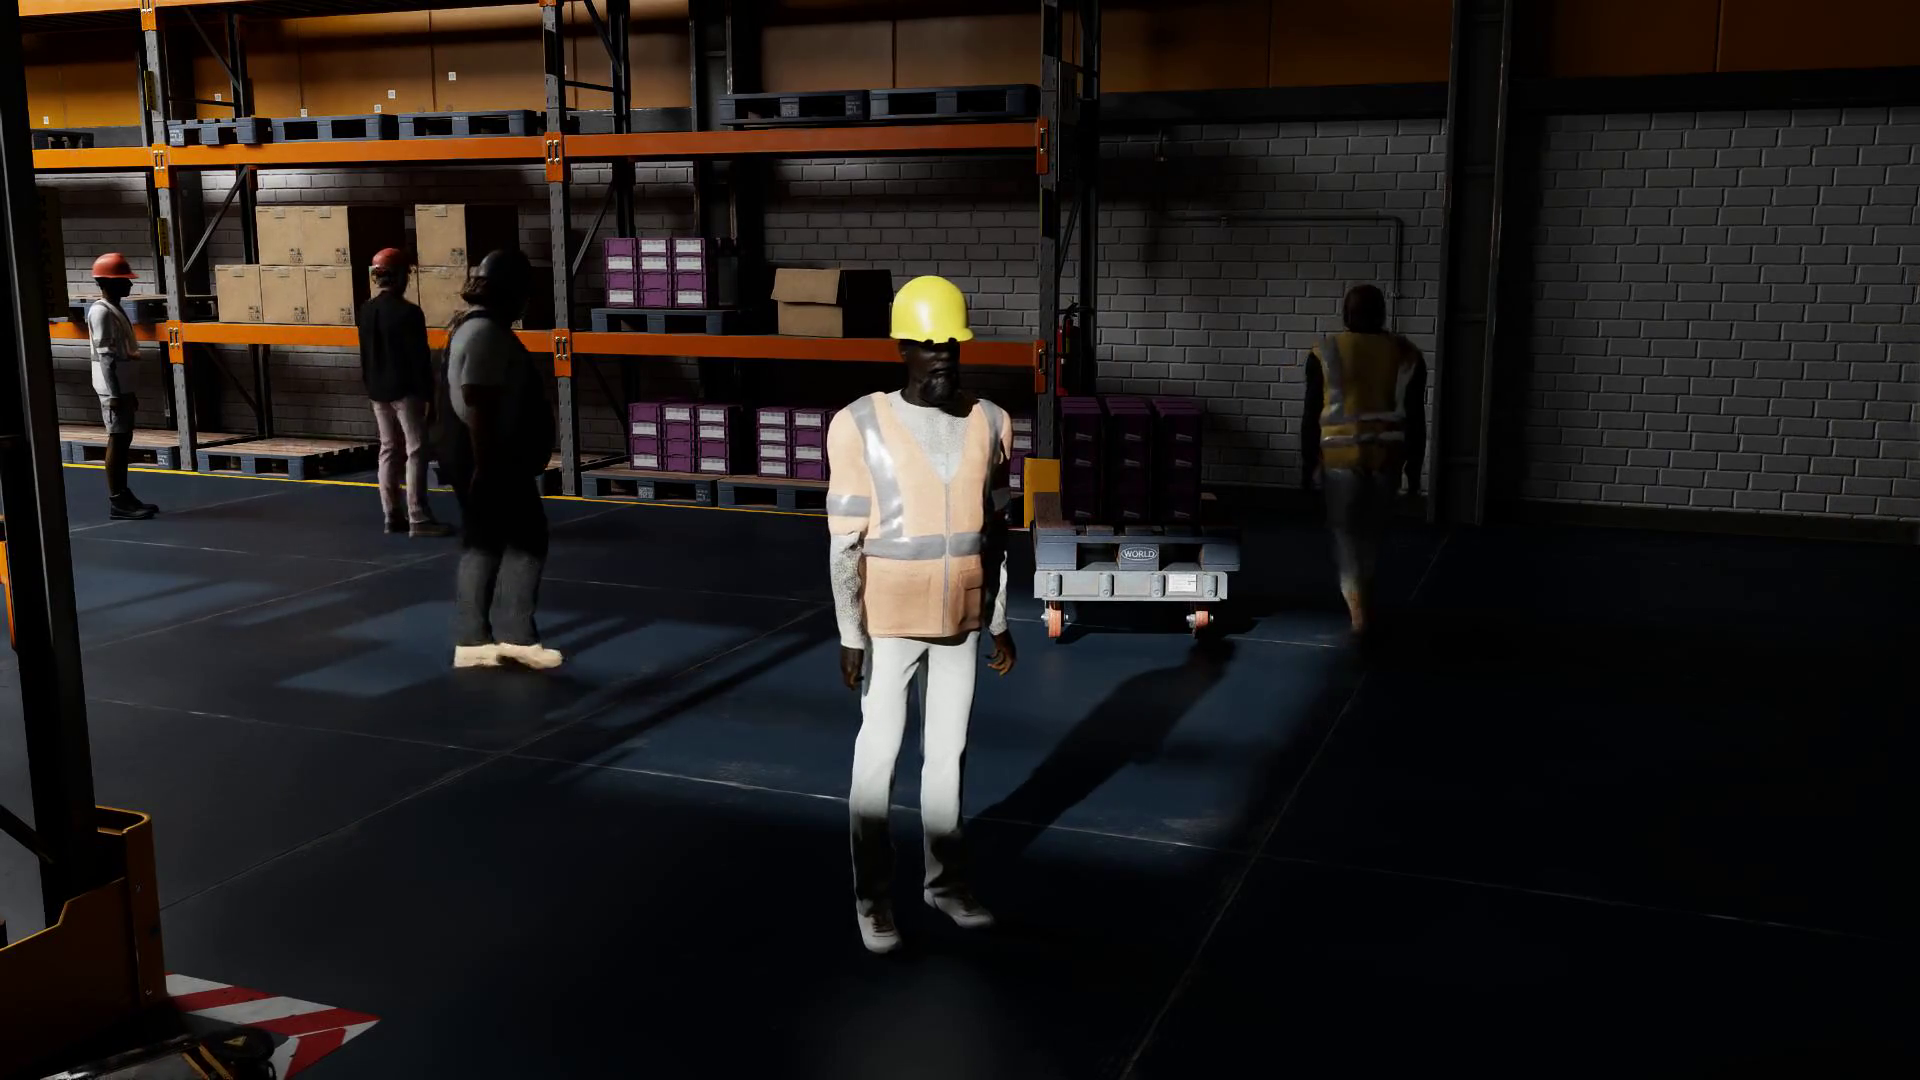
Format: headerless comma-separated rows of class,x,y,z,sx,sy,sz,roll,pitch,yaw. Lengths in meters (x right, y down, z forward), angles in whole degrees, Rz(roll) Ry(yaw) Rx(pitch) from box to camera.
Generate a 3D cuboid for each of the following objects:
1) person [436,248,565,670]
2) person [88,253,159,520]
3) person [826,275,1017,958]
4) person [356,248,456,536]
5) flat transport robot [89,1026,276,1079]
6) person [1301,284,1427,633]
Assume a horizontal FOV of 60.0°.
person,-2.173,-0.405,7.915,0.639,2.000,0.754,-5,11,-24
person,-6.127,-1.115,12.158,0.362,1.938,0.545,-3,11,-17
person,-0.094,0.214,4.782,0.587,1.928,0.382,-6,12,-28
person,-3.834,-1.002,11.479,0.734,1.978,0.367,6,12,29
flat transport robot,-1.961,1.328,3.193,1.431,0.197,0.652,-9,14,-41
person,2.094,-0.411,8.597,0.632,1.813,0.746,0,10,0
